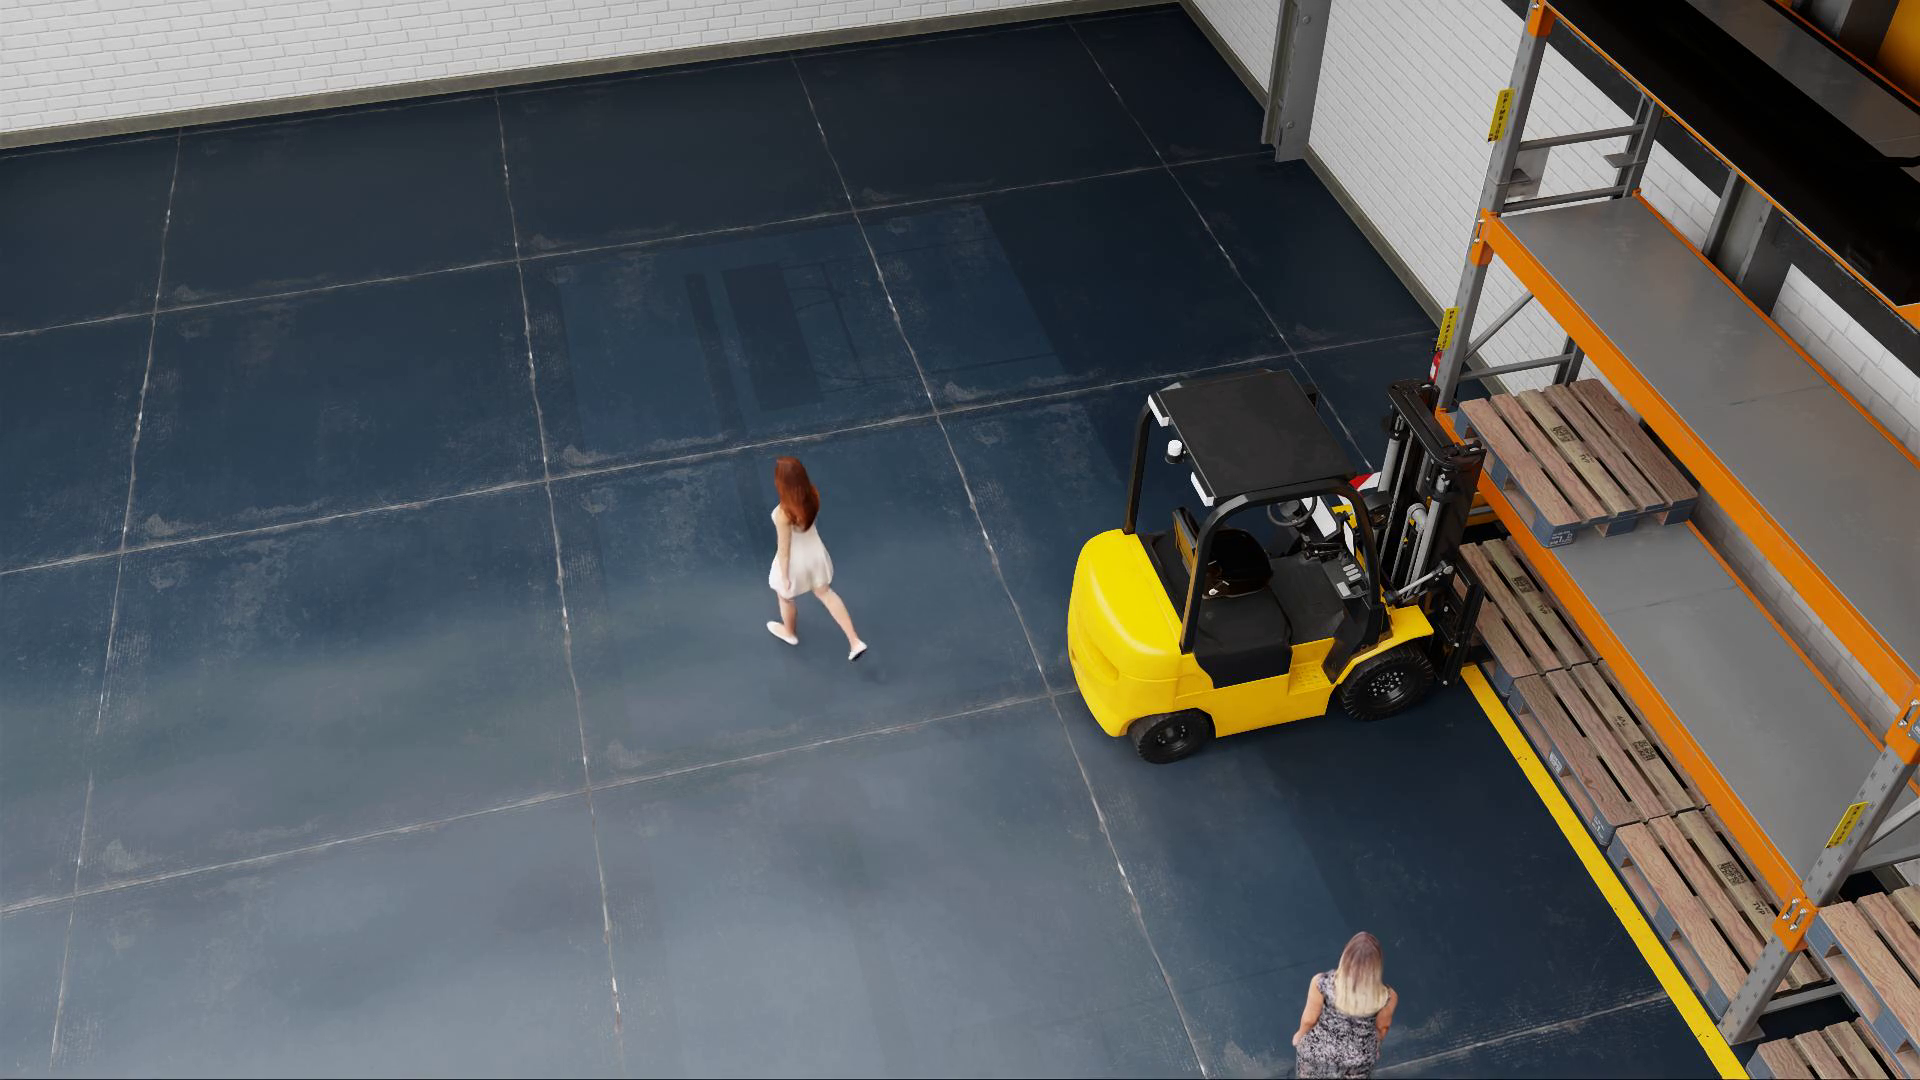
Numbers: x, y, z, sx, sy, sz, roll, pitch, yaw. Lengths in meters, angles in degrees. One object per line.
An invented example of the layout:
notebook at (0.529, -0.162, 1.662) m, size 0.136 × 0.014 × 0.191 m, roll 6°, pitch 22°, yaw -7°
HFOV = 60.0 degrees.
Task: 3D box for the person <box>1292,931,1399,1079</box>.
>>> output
person at (1.837, 2.476, 8.109) m, size 0.642 × 1.702 × 0.632 m, roll 7°, pitch 44°, yaw 8°

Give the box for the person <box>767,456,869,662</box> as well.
person at (-0.942, 0.147, 10.561) m, size 1.099 × 1.692 × 0.925 m, roll 30°, pitch 51°, yaw 28°
